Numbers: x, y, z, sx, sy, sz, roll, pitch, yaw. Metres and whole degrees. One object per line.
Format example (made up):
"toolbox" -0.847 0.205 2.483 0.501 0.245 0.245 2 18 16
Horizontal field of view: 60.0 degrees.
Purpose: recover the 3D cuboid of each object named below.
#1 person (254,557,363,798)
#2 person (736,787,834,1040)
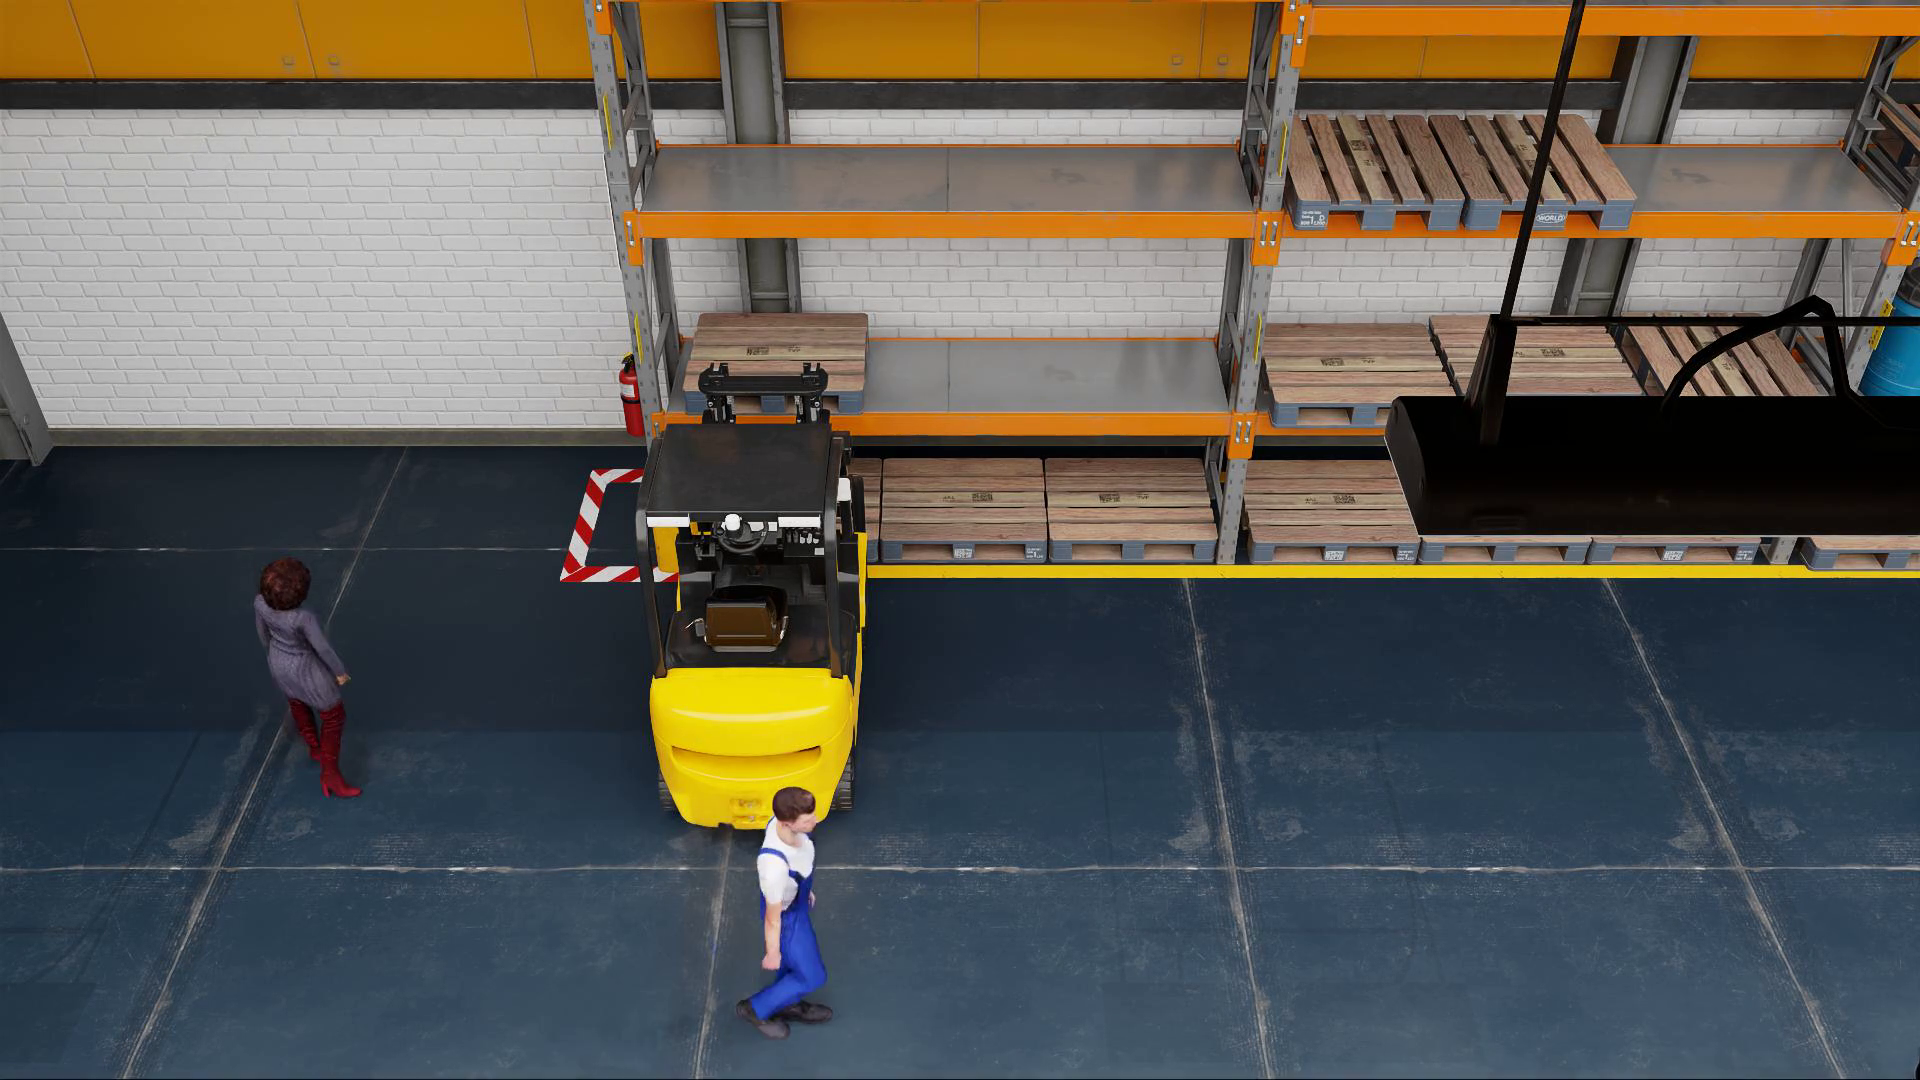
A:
"person" -3.964 0.769 9.916 0.707 1.694 0.873 4 39 5
"person" -0.964 1.884 8.408 0.748 1.835 0.664 2 39 2
